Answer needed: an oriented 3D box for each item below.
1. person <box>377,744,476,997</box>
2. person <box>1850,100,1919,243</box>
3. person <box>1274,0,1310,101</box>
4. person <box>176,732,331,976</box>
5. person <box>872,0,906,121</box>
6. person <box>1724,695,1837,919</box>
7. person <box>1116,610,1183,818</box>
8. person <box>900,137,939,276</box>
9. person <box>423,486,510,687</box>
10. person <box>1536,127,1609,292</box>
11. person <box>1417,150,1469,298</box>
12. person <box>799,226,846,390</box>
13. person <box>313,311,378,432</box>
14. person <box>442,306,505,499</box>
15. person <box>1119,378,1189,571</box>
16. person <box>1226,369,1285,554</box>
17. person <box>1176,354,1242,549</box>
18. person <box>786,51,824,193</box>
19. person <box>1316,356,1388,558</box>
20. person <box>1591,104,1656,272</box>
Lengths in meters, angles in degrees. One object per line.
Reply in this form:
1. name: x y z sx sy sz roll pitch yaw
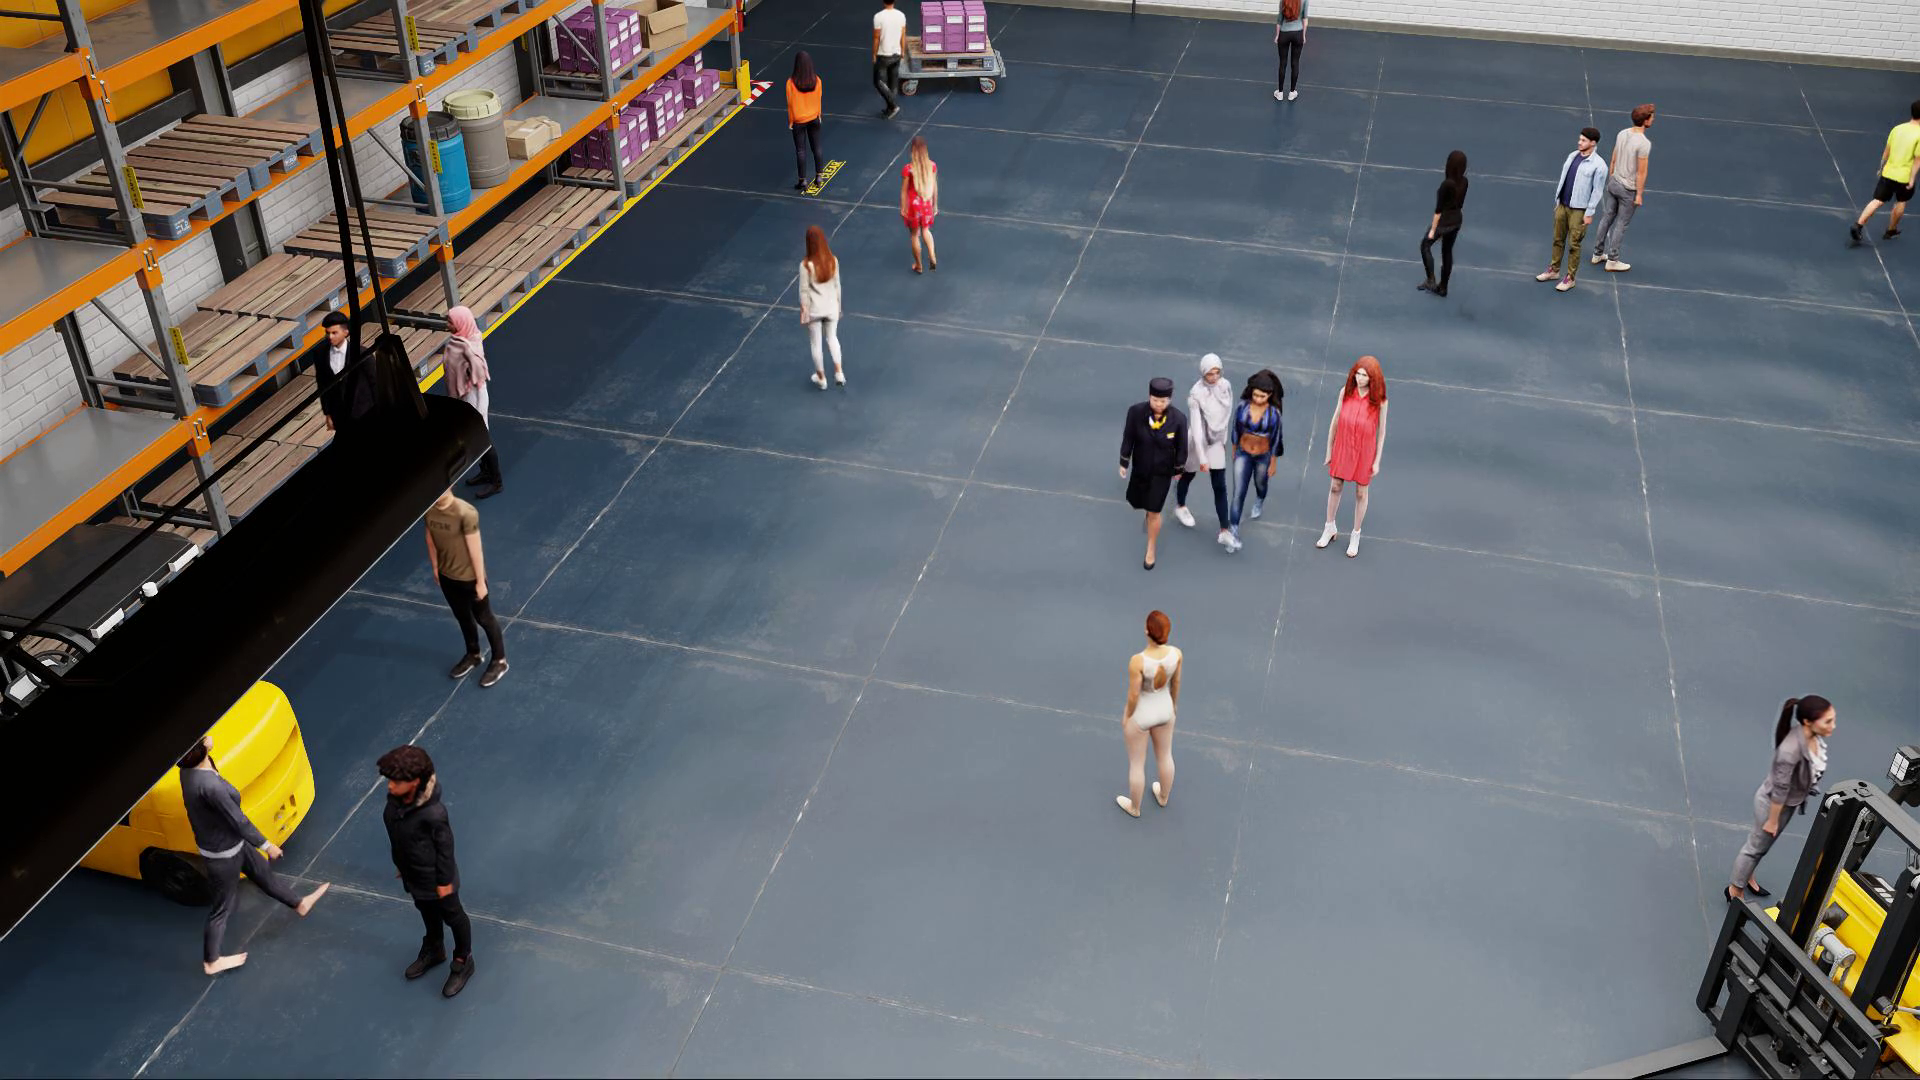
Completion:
1. person: -3.163 1.922 9.867 0.686 1.781 0.692 18 38 25
2. person: 10.791 -4.222 19.199 1.110 1.683 1.041 -19 38 -26
3. person: 4.665 -7.098 23.473 0.599 1.742 0.551 4 34 6
4. person: -4.502 1.898 9.962 1.197 1.716 1.042 -24 40 -31
5. person: -0.947 -6.585 22.654 0.922 1.795 0.980 -18 38 -25
6. person: 5.120 1.636 10.392 0.773 1.677 0.661 26 41 33
7. person: 1.277 1.163 11.134 0.613 1.644 0.653 -14 36 -21
8. person: -0.418 -3.664 18.451 0.791 1.582 0.858 -16 37 -23
9. person: -3.688 0.229 12.348 0.701 1.854 0.630 15 36 21
10. person: 6.728 -3.632 18.197 0.812 1.810 0.745 -17 37 -23
11. person: 5.313 -3.382 17.982 0.709 1.631 0.768 -17 37 -24
12. person: -1.317 -2.196 16.143 0.801 1.693 0.866 -16 37 -22
13. person: -5.223 -1.121 14.353 0.741 1.884 0.630 2 34 3
14. person: -4.268 -1.221 14.575 0.800 1.804 0.742 -18 38 -25
15. person: 1.598 -0.613 13.800 0.723 1.650 0.942 9 35 13
16. person: 2.515 -0.726 14.030 0.700 1.583 1.077 13 36 19
17. person: 1.988 -0.813 14.028 1.065 1.731 1.141 -17 37 -23
18. person: -1.906 -5.194 20.602 0.699 1.749 0.759 -18 38 -25
19. person: 3.267 -0.702 13.775 0.653 1.827 0.592 18 38 25
20. person: 7.437 -3.957 18.609 0.802 1.895 0.698 -12 36 -18
